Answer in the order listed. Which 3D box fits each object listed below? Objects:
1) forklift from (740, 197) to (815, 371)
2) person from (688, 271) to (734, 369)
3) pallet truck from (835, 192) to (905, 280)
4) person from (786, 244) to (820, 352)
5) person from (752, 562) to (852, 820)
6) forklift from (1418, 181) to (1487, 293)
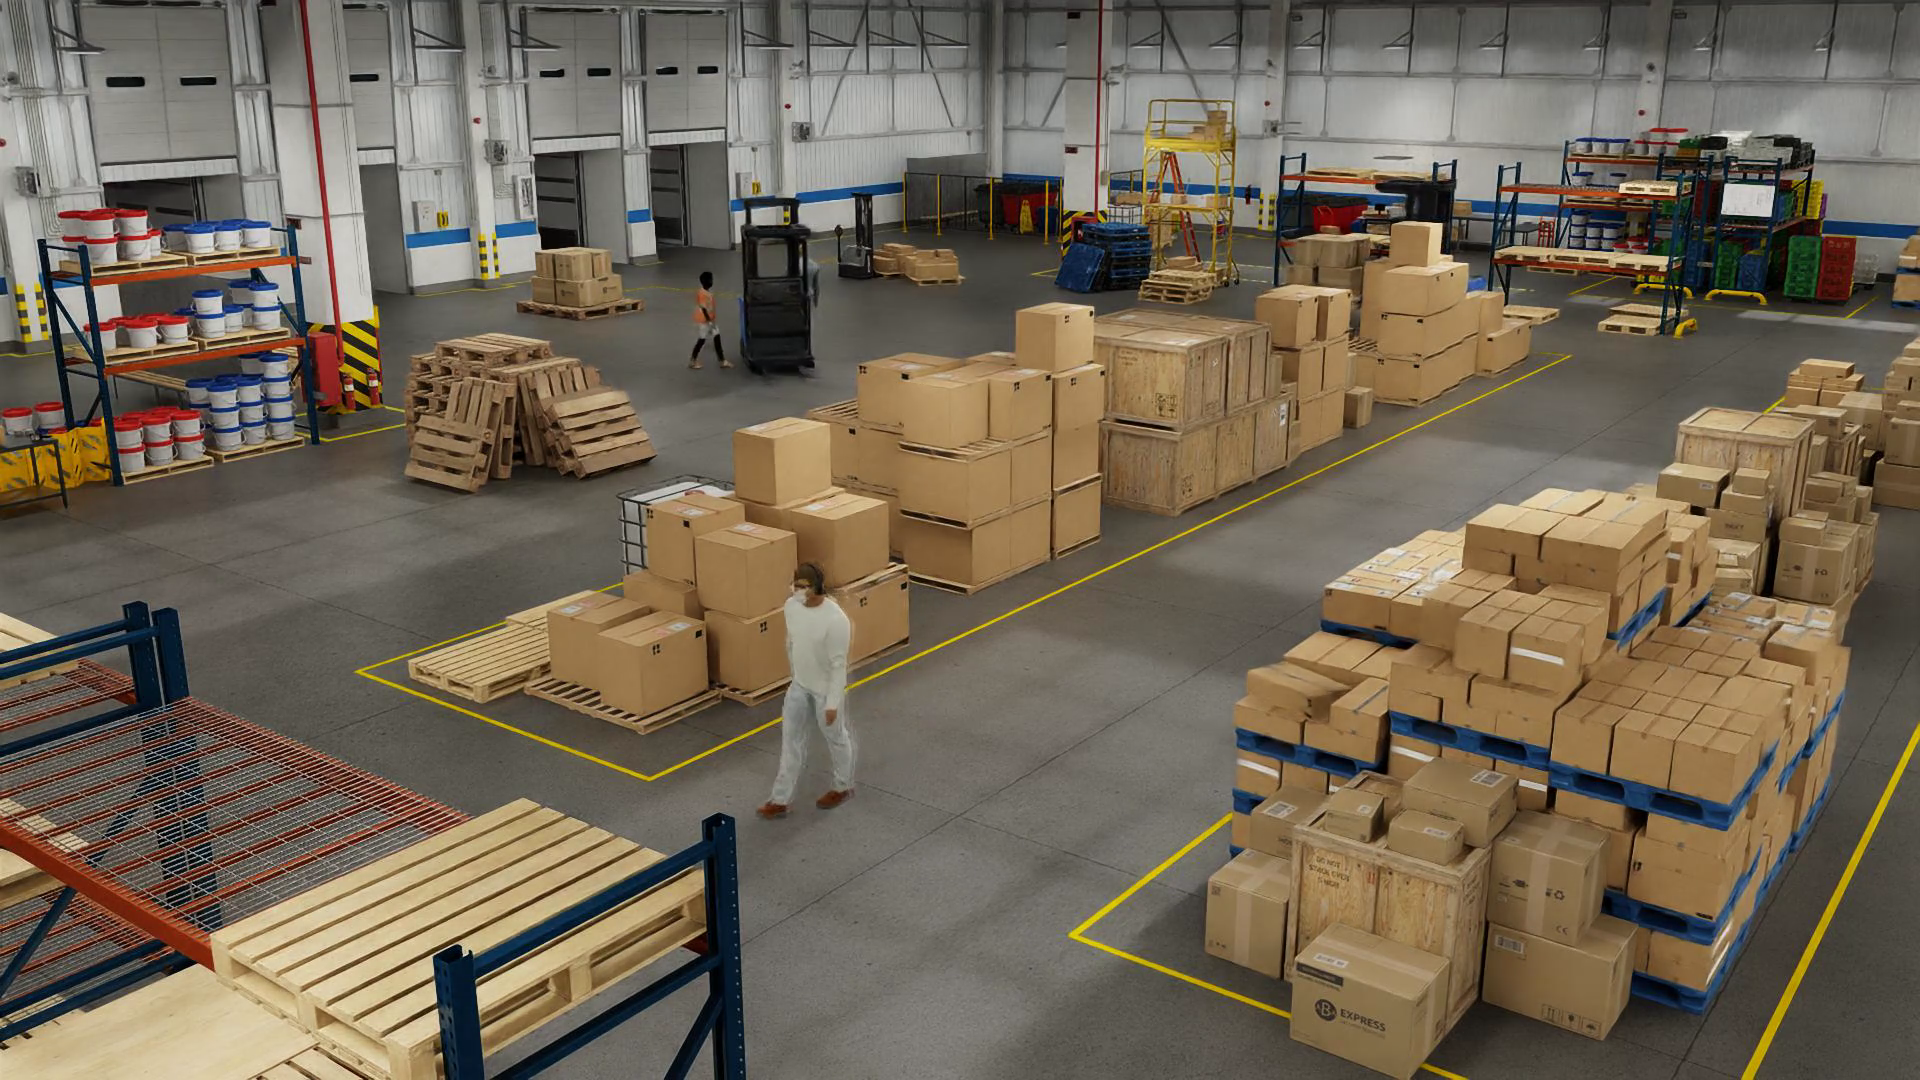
[{"bbox_3d":[-3.194,-4.439,28.473,1.129,2.768,1.873,-4,17,-12],"label":"forklift"},{"bbox_3d":[-4.271,-3.707,28.112,0.667,1.677,0.537,5,17,15],"label":"person"},{"bbox_3d":[-1.936,-7.159,38.982,1.885,1.965,0.823,-12,21,-34],"label":"pallet truck"},{"bbox_3d":[-2.798,-4.303,29.654,0.640,1.927,0.389,-9,19,-28],"label":"person"},{"bbox_3d":[-1.112,1.099,11.792,0.661,1.902,0.926,14,22,38],"label":"person"},{"bbox_3d":[8.975,-5.370,31.555,1.873,2.768,1.129,12,21,35],"label":"forklift"}]
